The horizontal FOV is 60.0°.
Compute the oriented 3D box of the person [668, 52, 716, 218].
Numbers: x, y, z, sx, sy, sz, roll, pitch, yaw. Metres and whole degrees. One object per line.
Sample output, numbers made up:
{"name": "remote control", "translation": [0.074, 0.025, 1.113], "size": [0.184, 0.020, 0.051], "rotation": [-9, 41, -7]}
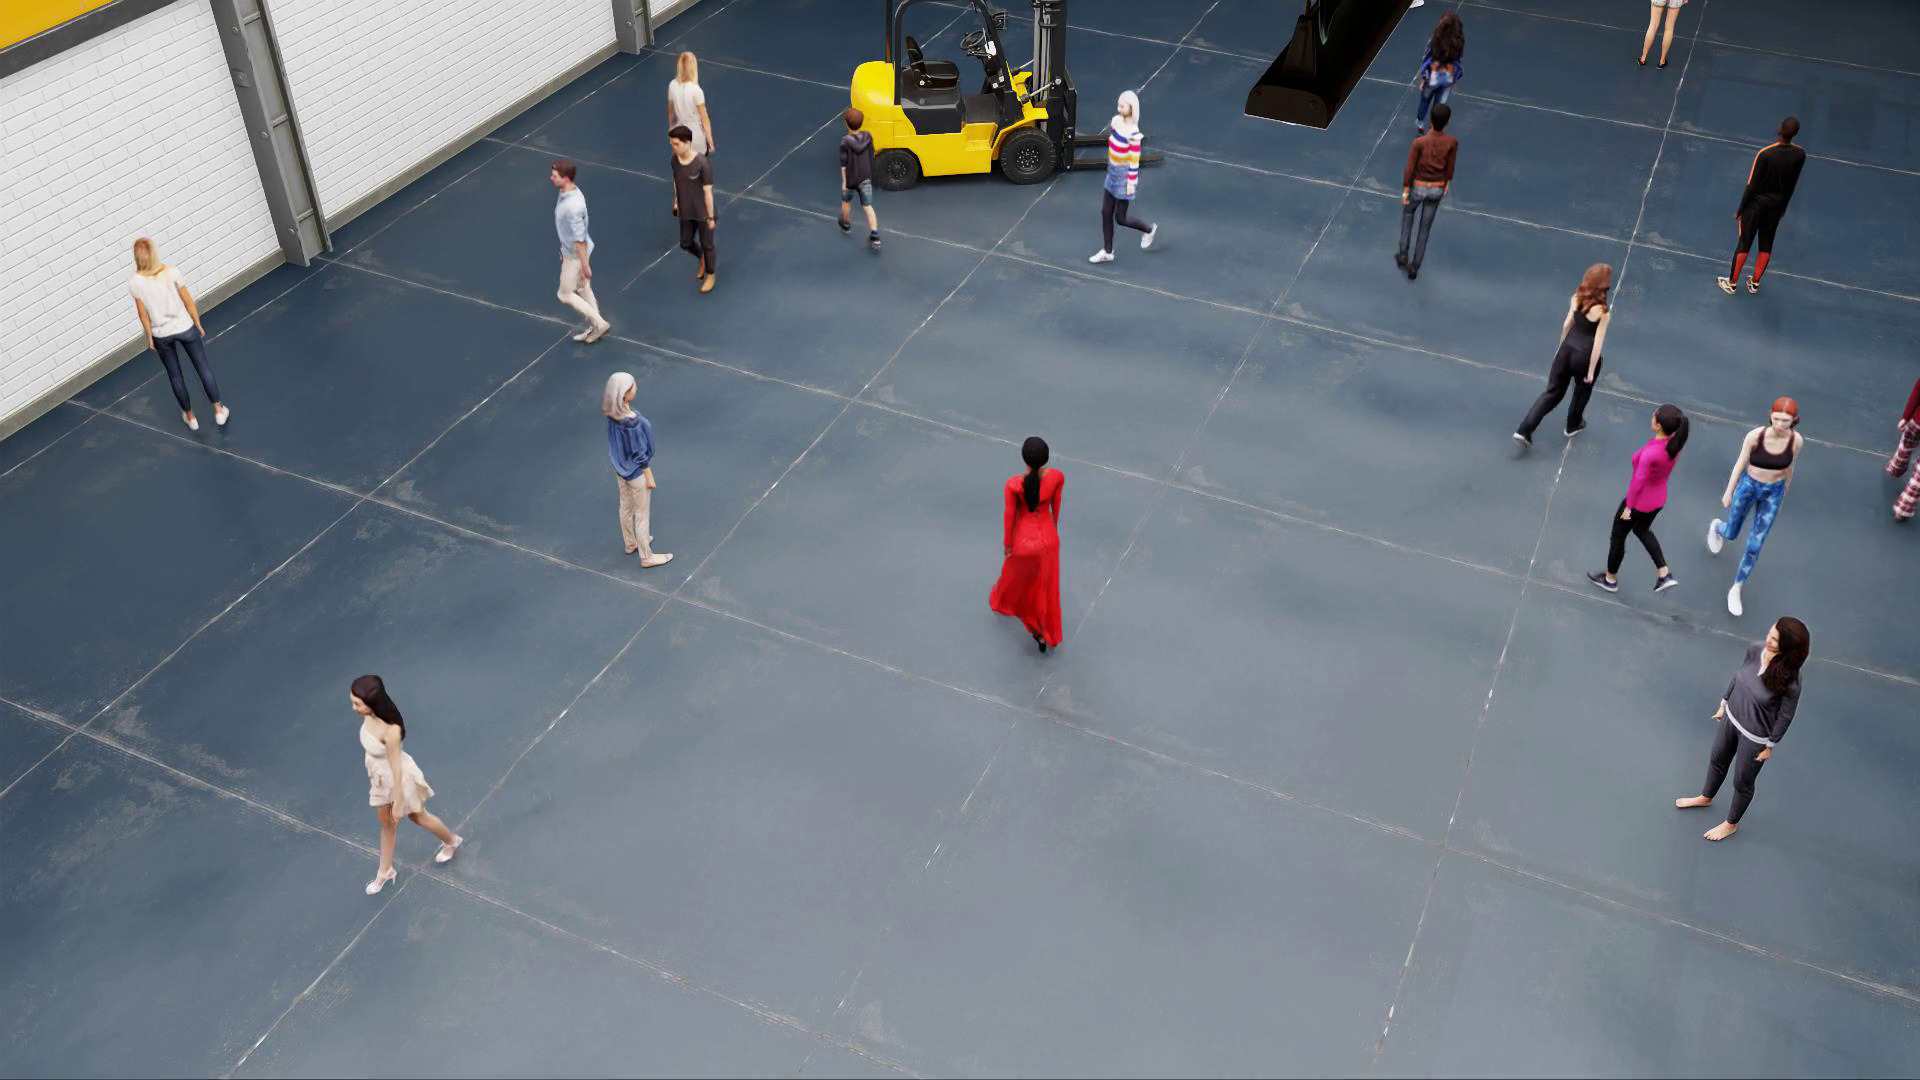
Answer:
{"name": "person", "translation": [-2.800, -4.060, 17.033], "size": [0.663, 1.810, 0.793], "rotation": [17, 42, 20]}

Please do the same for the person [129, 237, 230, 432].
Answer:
{"name": "person", "translation": [-6.676, -1.752, 14.142], "size": [0.653, 1.812, 0.740], "rotation": [-17, 42, -21]}

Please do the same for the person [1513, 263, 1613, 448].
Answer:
{"name": "person", "translation": [5.089, -1.503, 13.907], "size": [1.186, 1.717, 0.966], "rotation": [-23, 44, -26]}

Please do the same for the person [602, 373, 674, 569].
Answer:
{"name": "person", "translation": [-2.515, -0.545, 12.726], "size": [0.706, 1.704, 0.699], "rotation": [-27, 46, -30]}

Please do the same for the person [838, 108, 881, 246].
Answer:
{"name": "person", "translation": [-1.007, -3.637, 16.821], "size": [0.975, 1.415, 0.969], "rotation": [-18, 42, -21]}

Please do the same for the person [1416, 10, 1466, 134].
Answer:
{"name": "person", "translation": [5.311, -5.029, 18.429], "size": [0.839, 1.584, 1.074], "rotation": [4, 39, 5]}

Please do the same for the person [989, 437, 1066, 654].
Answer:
{"name": "person", "translation": [0.551, 0.082, 11.898], "size": [1.031, 1.757, 1.109], "rotation": [-12, 40, -15]}

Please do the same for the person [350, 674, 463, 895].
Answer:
{"name": "person", "translation": [-3.375, 1.460, 10.206], "size": [0.982, 1.705, 0.822], "rotation": [-27, 46, -29]}

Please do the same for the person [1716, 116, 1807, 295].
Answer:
{"name": "person", "translation": [7.731, -3.210, 15.972], "size": [0.699, 1.807, 0.676], "rotation": [2, 39, 2]}

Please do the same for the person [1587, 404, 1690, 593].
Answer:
{"name": "person", "translation": [5.164, -0.238, 12.360], "size": [0.908, 1.681, 0.895], "rotation": [-24, 44, -27]}

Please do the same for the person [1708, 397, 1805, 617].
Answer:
{"name": "person", "translation": [5.918, -0.348, 12.431], "size": [0.745, 1.763, 1.120], "rotation": [6, 39, 7]}

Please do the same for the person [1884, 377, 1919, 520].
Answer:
{"name": "person", "translation": [7.736, -0.906, 13.204], "size": [0.625, 1.660, 1.019], "rotation": [16, 41, 19]}

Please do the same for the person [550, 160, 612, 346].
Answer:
{"name": "person", "translation": [-3.424, -2.627, 15.219], "size": [0.856, 1.835, 0.782], "rotation": [-8, 39, -9]}

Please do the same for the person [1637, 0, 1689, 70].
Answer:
{"name": "person", "translation": [8.670, -6.693, 20.302], "size": [0.620, 1.846, 0.529], "rotation": [14, 41, 17]}

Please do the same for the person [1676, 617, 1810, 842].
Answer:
{"name": "person", "translation": [4.996, 1.172, 10.516], "size": [0.736, 1.768, 0.676], "rotation": [-13, 40, -15]}

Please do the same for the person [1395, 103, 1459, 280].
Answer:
{"name": "person", "translation": [4.556, -3.353, 16.186], "size": [0.762, 1.763, 0.794], "rotation": [4, 39, 5]}

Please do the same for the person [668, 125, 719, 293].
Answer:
{"name": "person", "translation": [-2.512, -3.248, 16.108], "size": [0.643, 1.697, 0.651], "rotation": [15, 41, 18]}

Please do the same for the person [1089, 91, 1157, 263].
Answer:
{"name": "person", "translation": [1.658, -3.587, 16.457], "size": [1.081, 1.792, 0.984], "rotation": [-17, 41, -20]}
